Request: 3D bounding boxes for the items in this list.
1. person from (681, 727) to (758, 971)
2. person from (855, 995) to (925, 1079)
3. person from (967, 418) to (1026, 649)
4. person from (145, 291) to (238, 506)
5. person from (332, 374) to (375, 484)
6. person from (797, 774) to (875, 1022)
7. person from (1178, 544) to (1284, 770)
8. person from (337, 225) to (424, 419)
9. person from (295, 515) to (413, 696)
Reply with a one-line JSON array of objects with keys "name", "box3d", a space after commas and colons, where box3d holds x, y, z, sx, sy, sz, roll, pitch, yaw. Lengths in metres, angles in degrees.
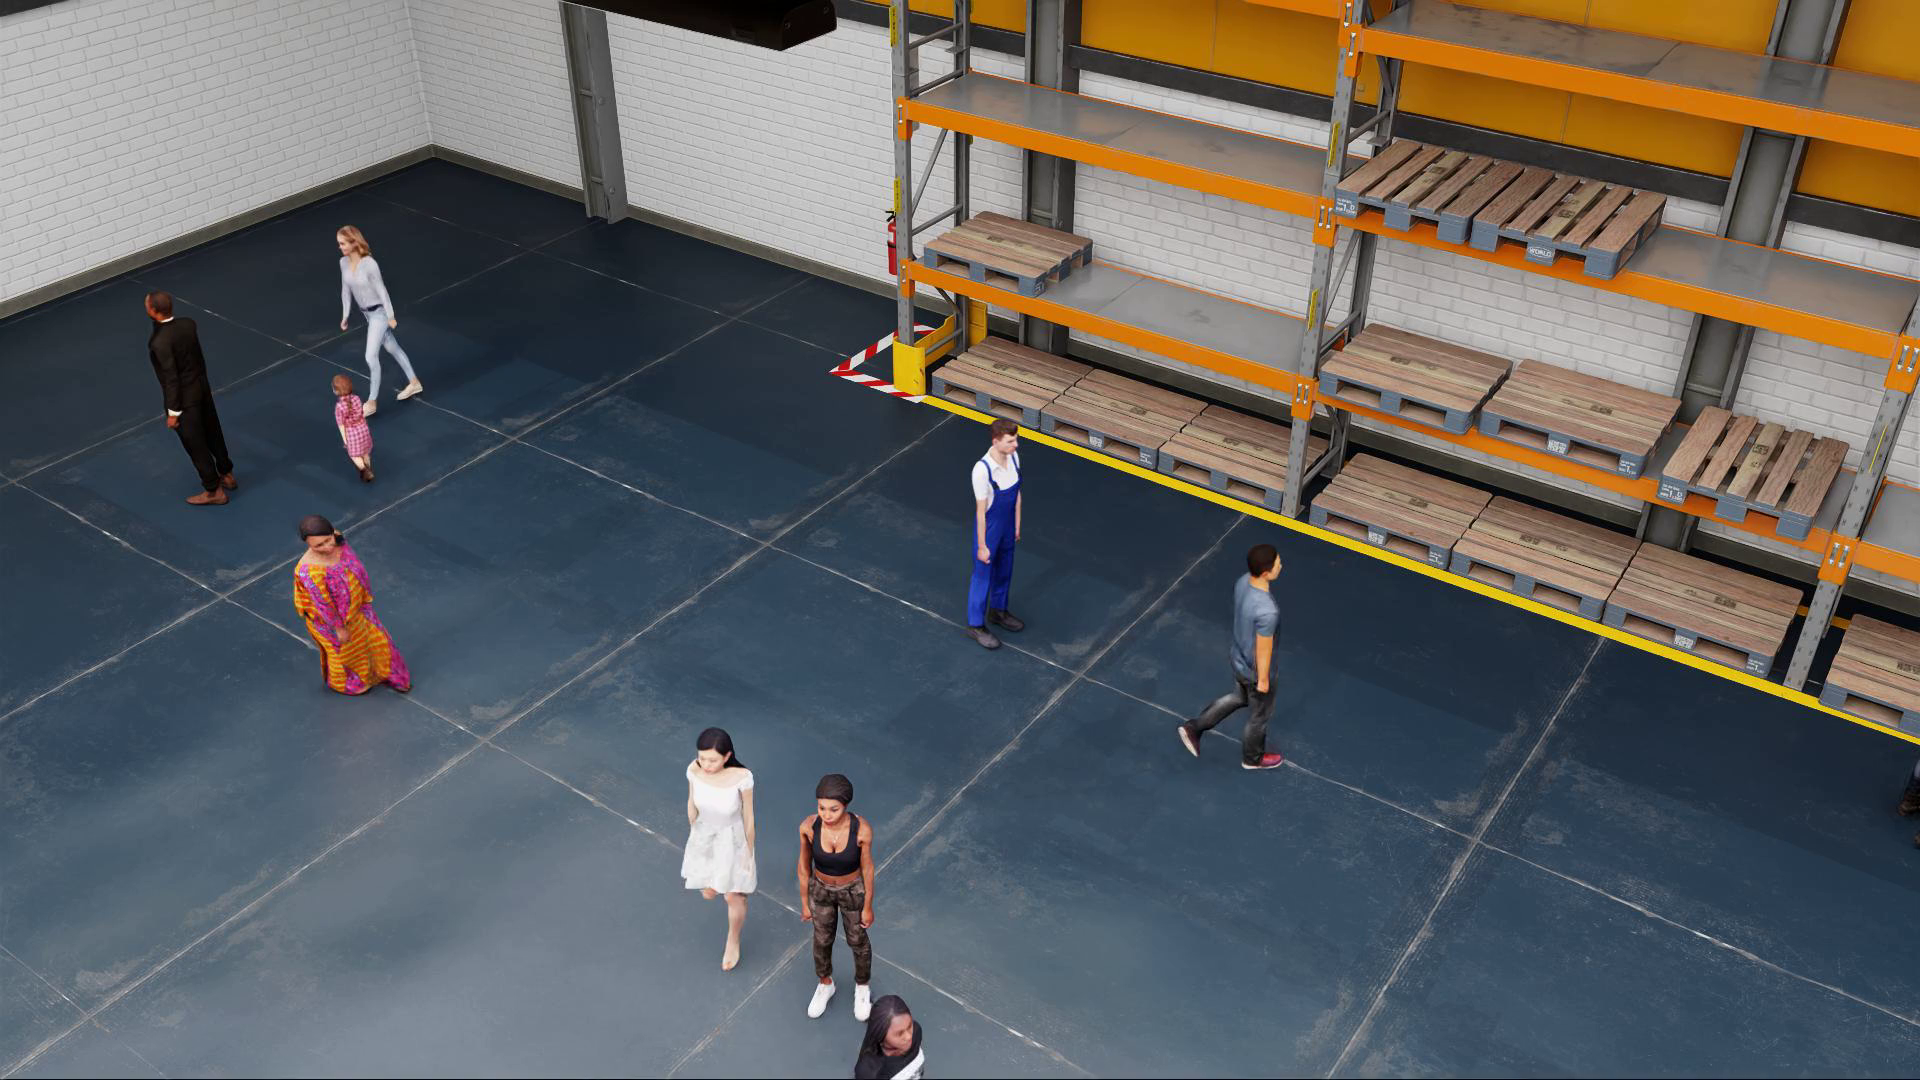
[{"name": "person", "box3d": [-1.302, 1.702, 9.500, 0.880, 1.758, 0.855, 9, 35, 13]}, {"name": "person", "box3d": [-0.388, 2.754, 7.965, 0.697, 1.707, 0.622, 25, 41, 32]}, {"name": "person", "box3d": [0.254, -0.089, 12.115, 0.580, 1.847, 0.641, 26, 42, 34]}, {"name": "person", "box3d": [-6.356, -1.180, 13.705, 0.782, 1.904, 0.794, 5, 34, 7]}, {"name": "person", "box3d": [-5.117, -0.917, 14.113, 0.525, 1.014, 0.442, 27, 42, 34]}, {"name": "person", "box3d": [-0.666, 1.954, 9.174, 0.615, 1.700, 0.720, 4, 34, 5]}, {"name": "person", "box3d": [1.830, 0.799, 10.827, 1.066, 1.794, 1.003, -5, 34, -8]}, {"name": "person", "box3d": [-5.255, -2.059, 15.162, 0.963, 1.756, 0.695, 22, 39, 29]}, {"name": "person", "box3d": [-4.306, 0.442, 11.521, 0.993, 1.620, 0.870, 4, 34, 6]}]
